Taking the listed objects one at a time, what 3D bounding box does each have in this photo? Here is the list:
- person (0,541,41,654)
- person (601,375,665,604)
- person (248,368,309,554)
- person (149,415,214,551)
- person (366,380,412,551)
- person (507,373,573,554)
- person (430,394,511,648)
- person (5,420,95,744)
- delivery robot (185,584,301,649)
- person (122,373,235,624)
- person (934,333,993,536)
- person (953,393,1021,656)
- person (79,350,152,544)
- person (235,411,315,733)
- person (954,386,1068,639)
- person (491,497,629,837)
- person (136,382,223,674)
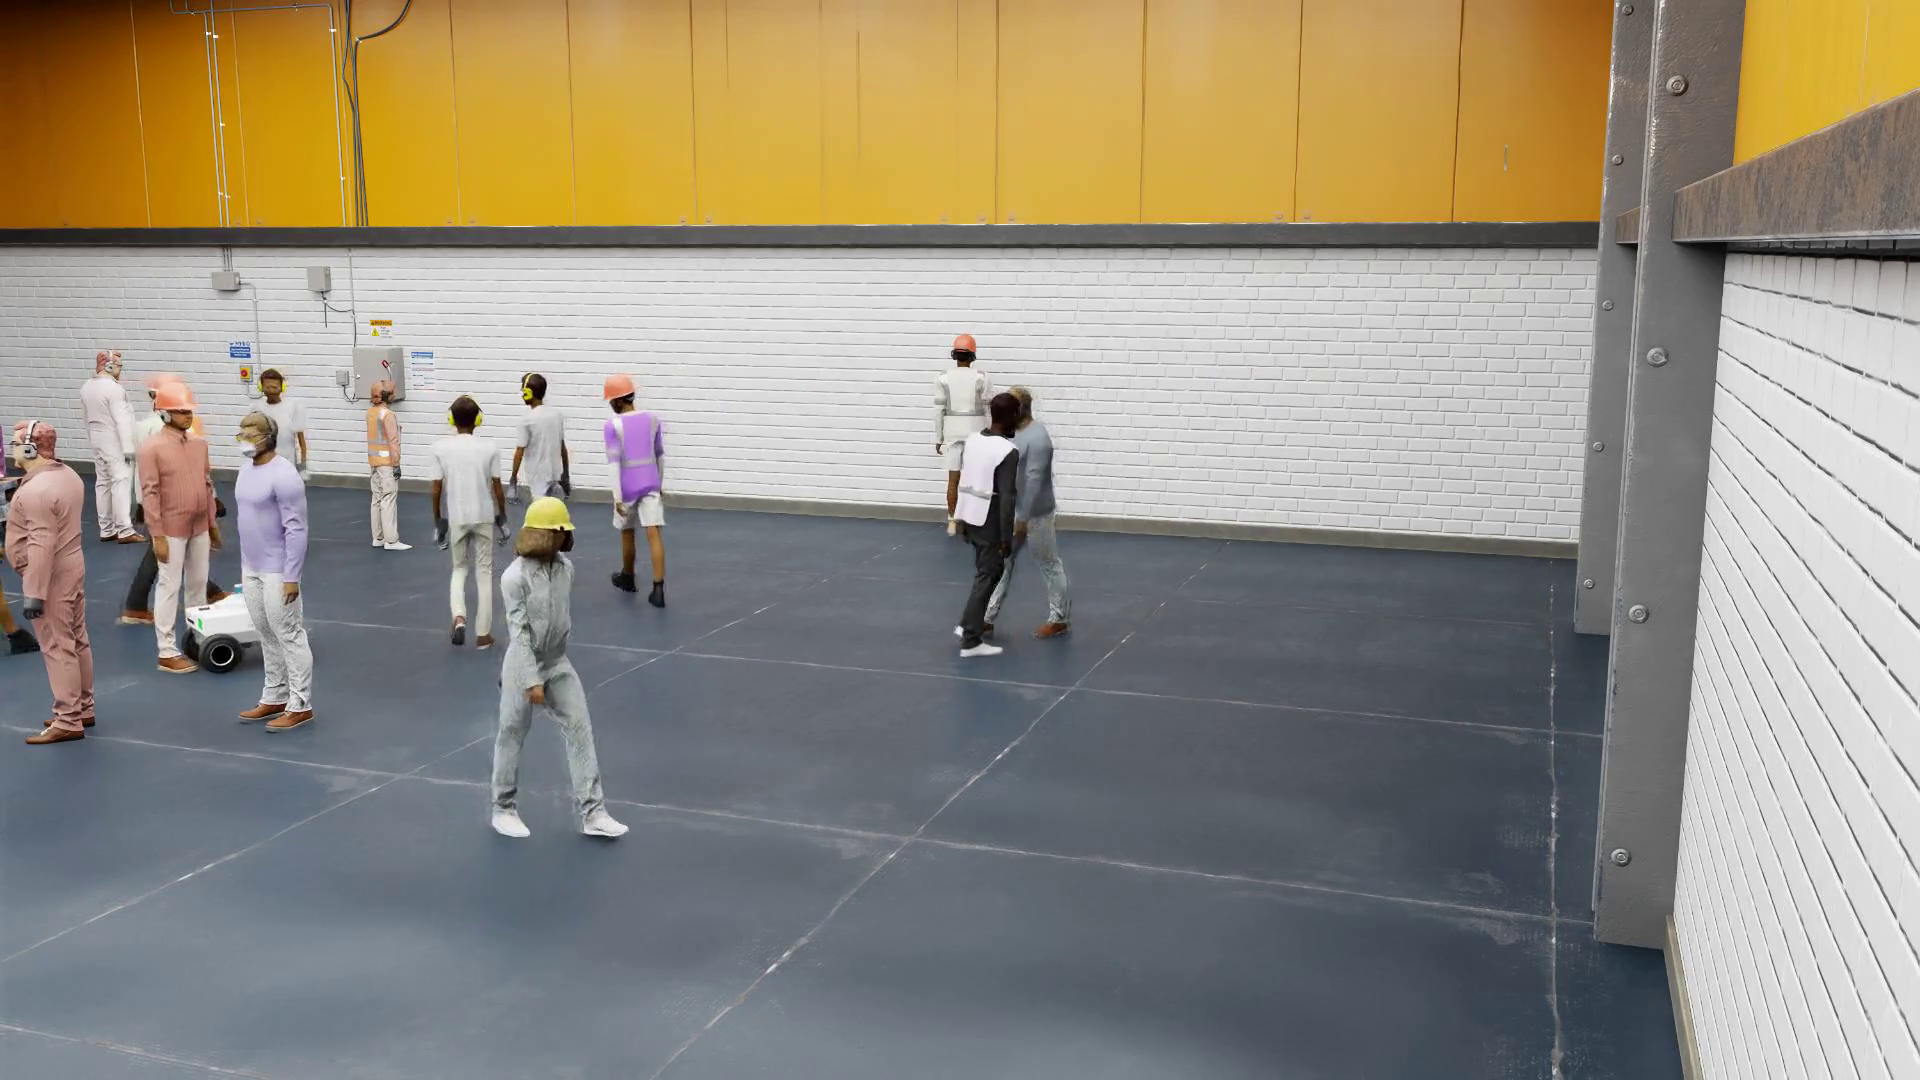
[{"bbox_3d":[-6.918,-0.049,11.554,0.557,1.893,1.017,8,13,37],"label":"person"},{"bbox_3d":[-2.676,-0.424,13.710,0.585,1.870,0.997,-7,12,-33],"label":"person"},{"bbox_3d":[-6.267,-0.695,15.385,0.523,1.825,0.916,-1,10,-8],"label":"person"},{"bbox_3d":[-7.223,-0.631,15.385,0.547,1.674,0.419,2,10,10],"label":"person"},{"bbox_3d":[-5.523,-0.717,15.987,0.310,1.638,0.523,-9,14,-42],"label":"person"},{"bbox_3d":[-3.648,-0.497,14.168,0.735,1.841,0.566,5,11,28],"label":"person"},{"bbox_3d":[-3.533,-0.122,12.056,0.520,1.854,0.425,-1,10,-7],"label":"person"},{"bbox_3d":[-5.391,0.243,9.824,0.406,1.911,0.639,-2,10,-11],"label":"person"},{"bbox_3d":[-5.010,0.550,11.644,0.707,0.478,0.477,-8,13,-38],"label":"delivery robot"},{"bbox_3d":[-6.176,-0.331,13.019,0.627,1.939,1.047,7,12,35],"label":"person"},{"bbox_3d":[0.045,-1.048,16.710,0.605,2.045,0.378,1,10,6],"label":"person"},{"bbox_3d":[0.197,-0.104,11.862,0.489,1.885,0.619,-6,11,-29],"label":"person"},{"bbox_3d":[-8.302,-0.910,16.344,0.639,1.901,0.406,7,12,33],"label":"person"},{"bbox_3d":[-4.172,0.186,10.061,0.636,1.939,0.364,8,13,40],"label":"person"},{"bbox_3d":[0.413,-0.181,12.249,0.965,1.888,0.656,-5,11,-25],"label":"person"},{"bbox_3d":[-1.997,0.647,8.110,0.848,1.711,0.487,7,12,33],"label":"person"},{"bbox_3d":[-5.357,-0.093,11.474,0.384,1.993,0.610,3,11,17],"label":"person"}]
